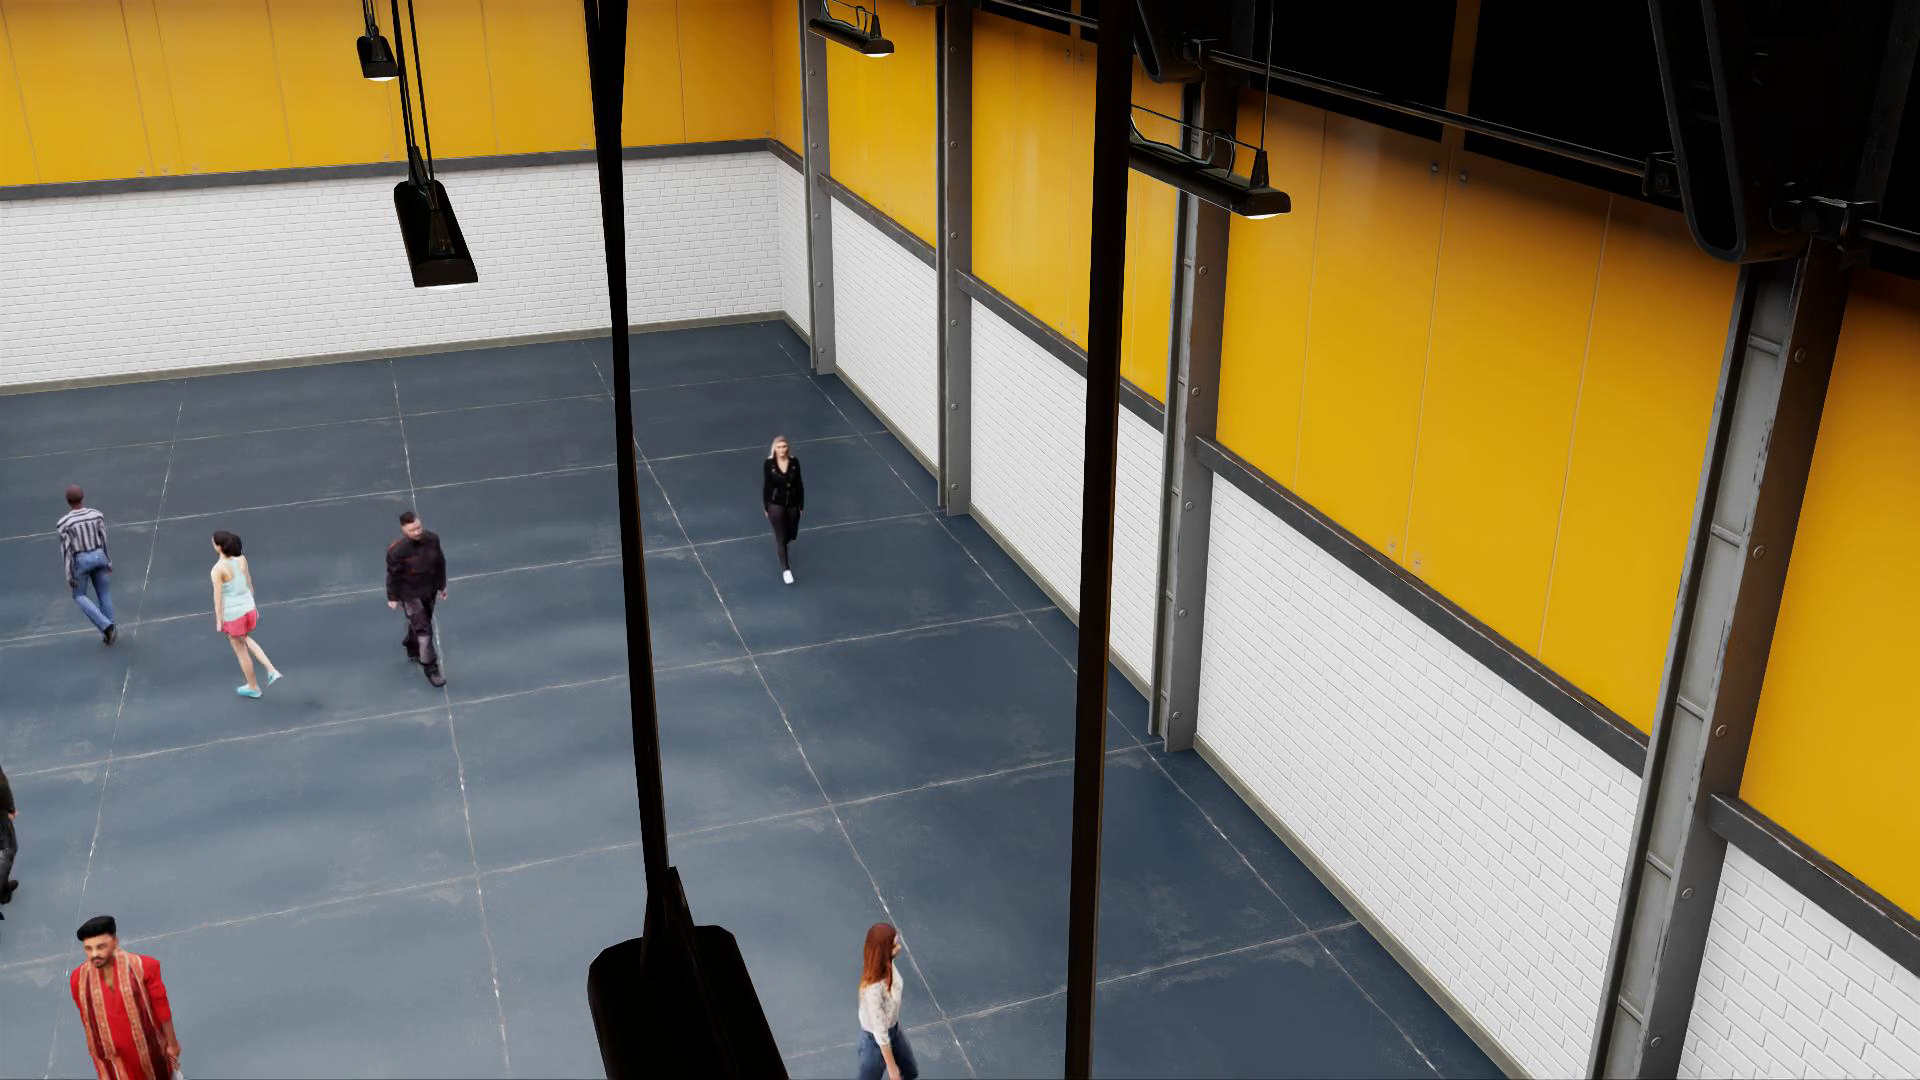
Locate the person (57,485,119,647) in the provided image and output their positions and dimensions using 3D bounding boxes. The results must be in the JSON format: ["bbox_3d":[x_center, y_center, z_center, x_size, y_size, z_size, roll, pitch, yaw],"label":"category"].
[{"bbox_3d":[-8.788,0.309,16.897,0.893,1.784,0.823,17,29,34],"label":"person"}]

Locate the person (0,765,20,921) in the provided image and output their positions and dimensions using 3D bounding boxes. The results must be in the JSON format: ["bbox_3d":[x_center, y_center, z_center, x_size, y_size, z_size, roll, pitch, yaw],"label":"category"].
[{"bbox_3d":[-7.542,2.116,12.757,0.799,1.789,0.991,-4,24,-8],"label":"person"}]

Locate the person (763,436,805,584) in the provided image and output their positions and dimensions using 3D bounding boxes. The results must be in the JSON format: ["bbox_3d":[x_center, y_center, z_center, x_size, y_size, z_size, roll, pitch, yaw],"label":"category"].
[{"bbox_3d":[-1.993,-0.385,18.632,0.649,1.667,0.959,-6,24,-14],"label":"person"}]

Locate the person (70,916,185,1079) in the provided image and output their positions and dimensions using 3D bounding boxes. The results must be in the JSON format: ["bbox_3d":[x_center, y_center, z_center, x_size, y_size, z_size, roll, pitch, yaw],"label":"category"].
[{"bbox_3d":[-5.177,3.097,10.436,0.738,1.851,1.169,-7,24,-15],"label":"person"}]

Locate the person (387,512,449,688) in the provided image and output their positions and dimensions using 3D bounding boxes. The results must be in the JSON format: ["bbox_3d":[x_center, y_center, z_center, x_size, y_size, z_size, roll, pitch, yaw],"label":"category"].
[{"bbox_3d":[-5.386,0.508,16.437,1.238,1.789,1.106,14,27,29],"label":"person"}]

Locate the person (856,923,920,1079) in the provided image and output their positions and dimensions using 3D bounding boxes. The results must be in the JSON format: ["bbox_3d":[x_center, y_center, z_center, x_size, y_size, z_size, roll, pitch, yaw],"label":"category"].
[{"bbox_3d":[-0.596,3.148,10.494,0.893,1.710,0.856,8,25,17],"label":"person"}]

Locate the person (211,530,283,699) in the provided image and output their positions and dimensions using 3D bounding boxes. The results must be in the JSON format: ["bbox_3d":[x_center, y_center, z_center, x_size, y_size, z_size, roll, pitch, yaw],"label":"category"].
[{"bbox_3d":[-6.856,0.734,15.958,0.837,1.758,0.789,8,25,18],"label":"person"}]
